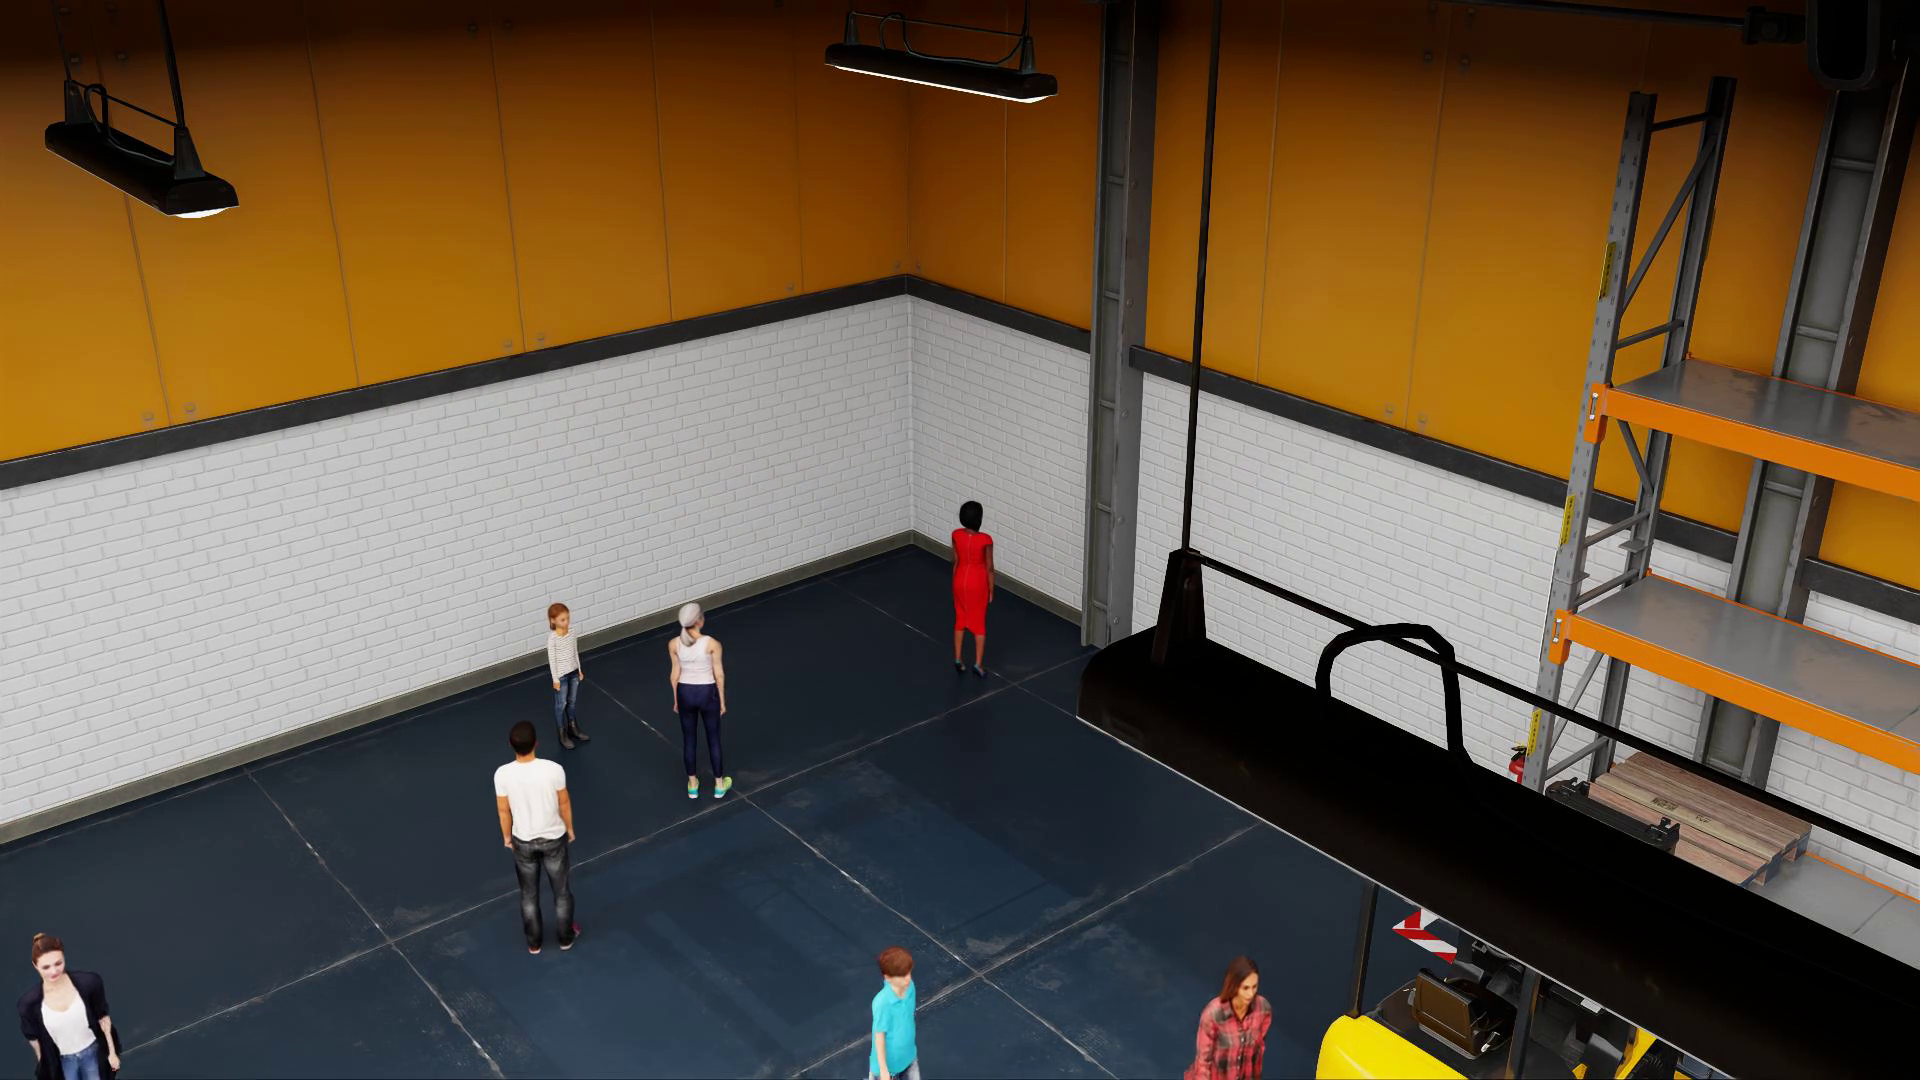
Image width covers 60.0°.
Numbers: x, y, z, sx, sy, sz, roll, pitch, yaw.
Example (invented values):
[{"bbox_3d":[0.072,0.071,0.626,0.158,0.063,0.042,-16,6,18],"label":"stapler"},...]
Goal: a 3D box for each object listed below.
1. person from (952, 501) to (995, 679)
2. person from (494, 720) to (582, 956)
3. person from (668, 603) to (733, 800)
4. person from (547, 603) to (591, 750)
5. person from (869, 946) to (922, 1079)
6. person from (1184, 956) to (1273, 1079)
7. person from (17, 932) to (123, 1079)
[{"bbox_3d":[0.096,0.458,15.319,0.592,1.740,0.694,9,25,19],"label":"person"},{"bbox_3d":[-2.937,2.061,11.572,0.722,1.804,0.720,-4,24,-8],"label":"person"},{"bbox_3d":[-2.115,1.300,13.440,0.676,1.702,0.730,1,24,3],"label":"person"},{"bbox_3d":[-3.394,1.148,14.271,0.569,1.316,0.528,15,28,30],"label":"person"},{"bbox_3d":[-0.451,3.010,9.868,0.924,1.430,0.572,22,32,40],"label":"person"},{"bbox_3d":[1.479,3.049,9.503,0.959,1.651,1.201,-5,24,-12],"label":"person"},{"bbox_3d":[-5.148,2.962,9.676,0.632,1.672,0.704,-16,28,-33],"label":"person"}]
